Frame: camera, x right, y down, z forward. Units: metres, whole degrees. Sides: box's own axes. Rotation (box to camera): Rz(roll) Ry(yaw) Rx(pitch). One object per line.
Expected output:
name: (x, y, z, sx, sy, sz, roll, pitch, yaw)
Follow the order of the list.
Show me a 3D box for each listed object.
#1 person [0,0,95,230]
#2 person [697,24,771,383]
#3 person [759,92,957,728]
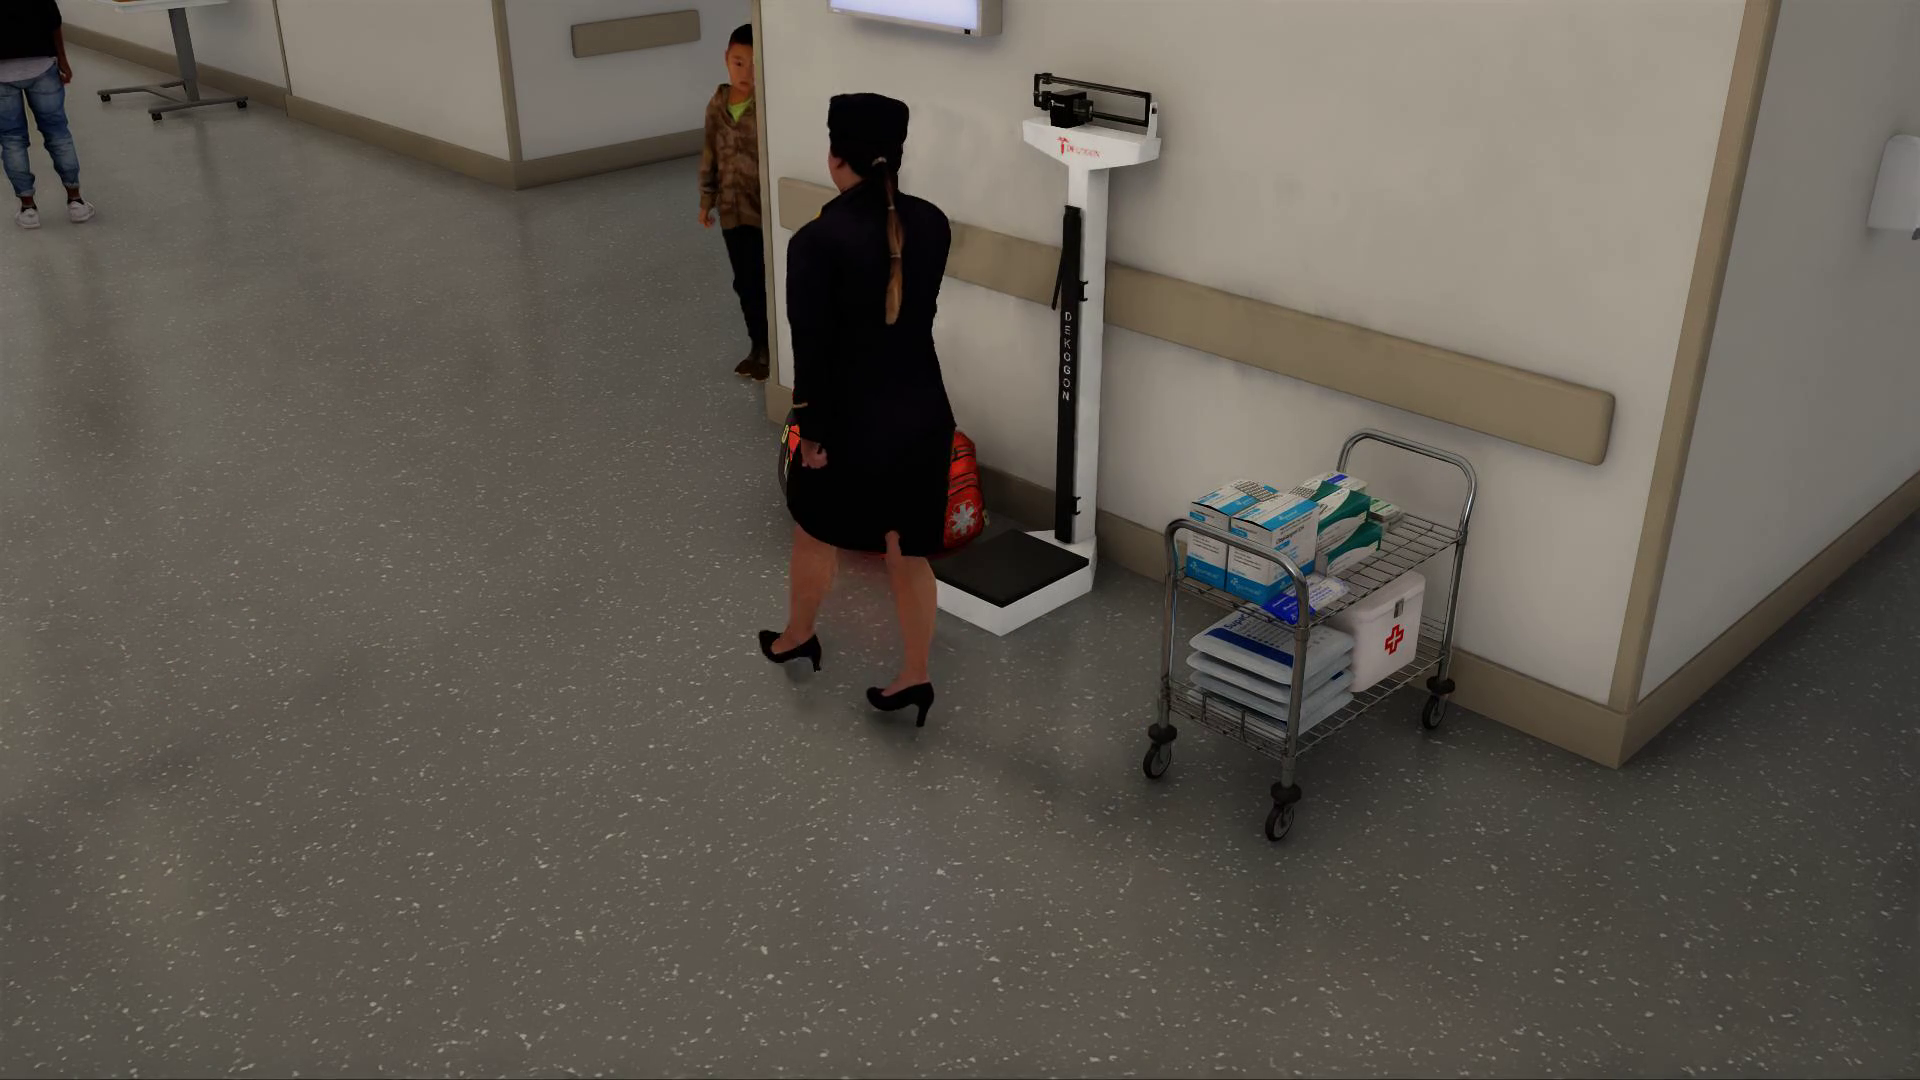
person: (-5.086, -2.603, 8.929, 0.758, 1.812, 0.692, -14, 29, -26)
person: (-0.795, -1.375, 6.811, 0.603, 1.440, 0.737, 14, 29, 26)
person: (-0.166, -0.265, 4.277, 0.714, 1.641, 0.871, -22, 33, -37)
